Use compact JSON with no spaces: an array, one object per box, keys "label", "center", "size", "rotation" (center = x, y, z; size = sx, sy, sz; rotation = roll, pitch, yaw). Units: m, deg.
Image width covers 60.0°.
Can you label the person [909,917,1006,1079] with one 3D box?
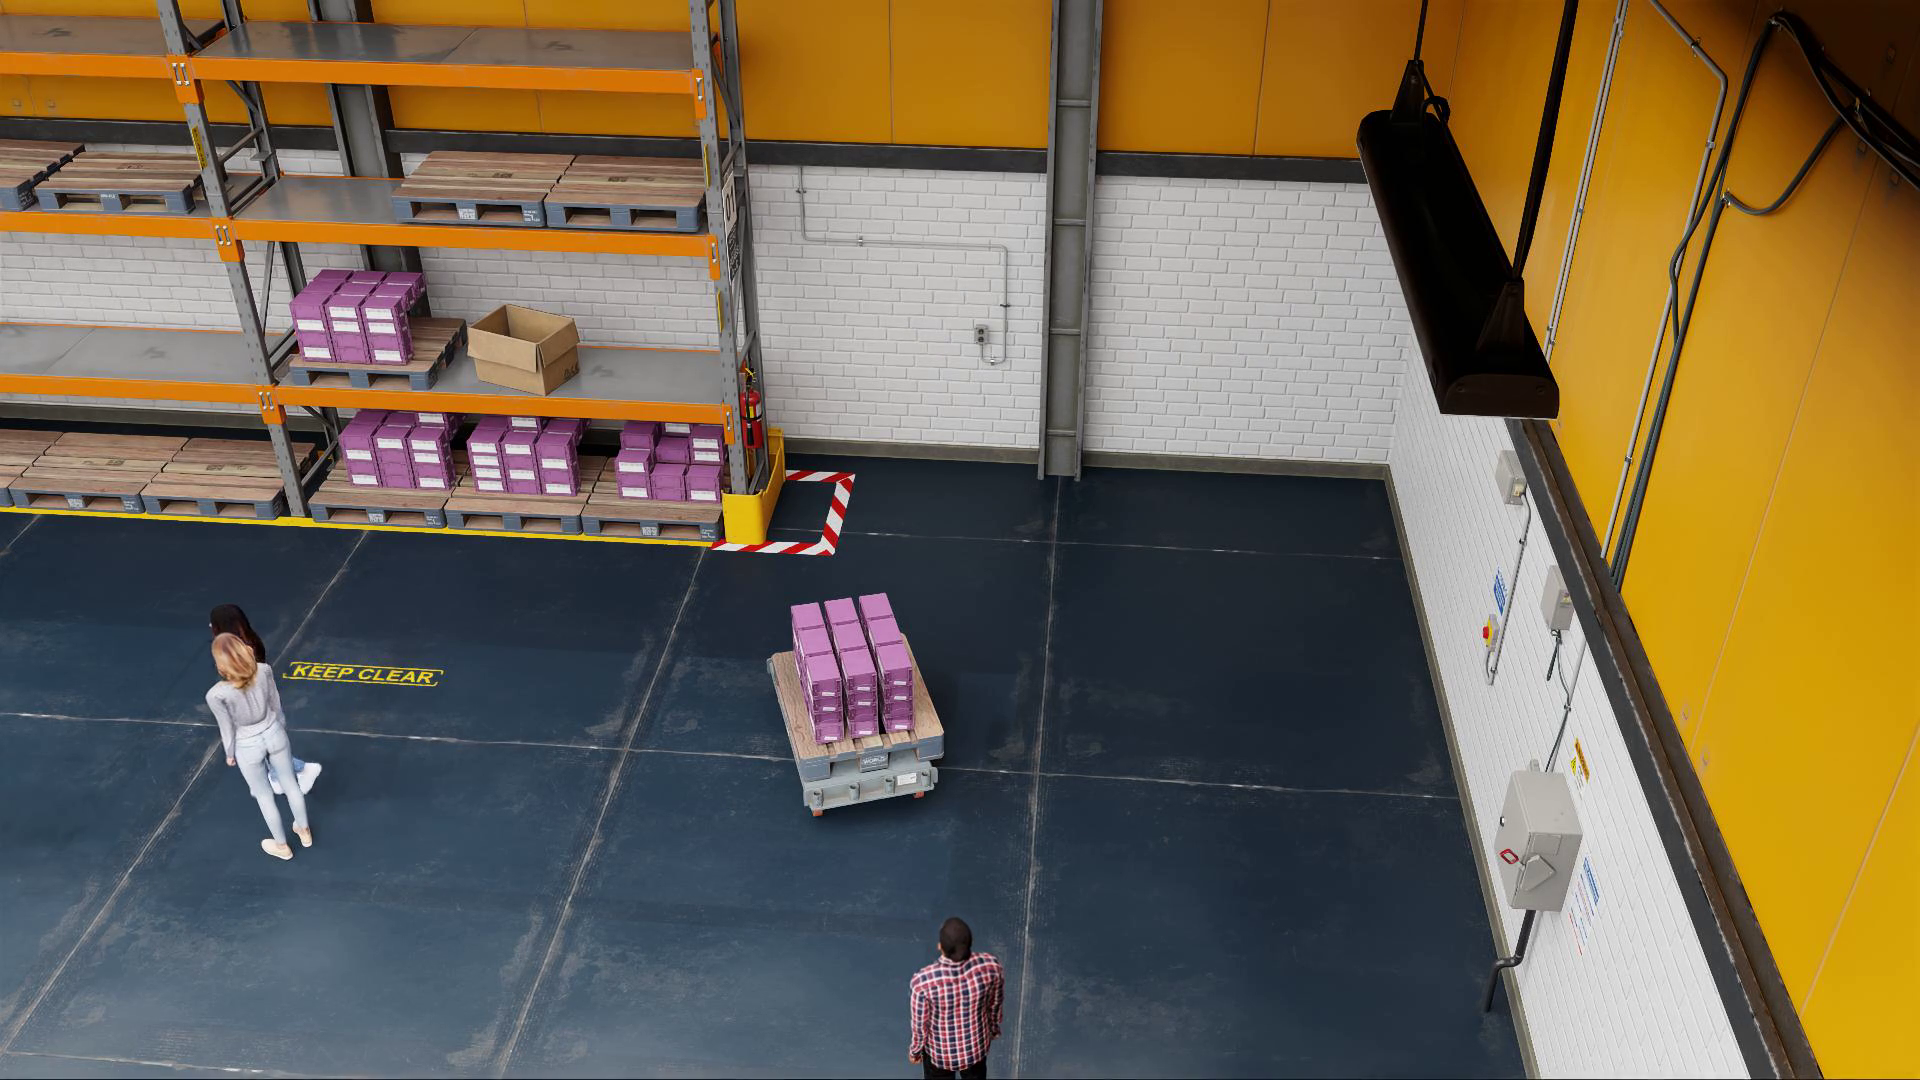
[{"label":"person","center":[-0.025,2.646,8.855],"size":[0.718,1.761,0.844],"rotation":[-13,36,-19]}]

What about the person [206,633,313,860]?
[{"label":"person","center":[-4.546,1.333,10.801],"size":[0.699,1.794,0.672],"rotation":[25,41,32]}]

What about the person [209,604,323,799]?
[{"label":"person","center":[-4.711,1.119,11.276],"size":[0.859,1.625,0.780],"rotation":[-8,34,-11]}]
